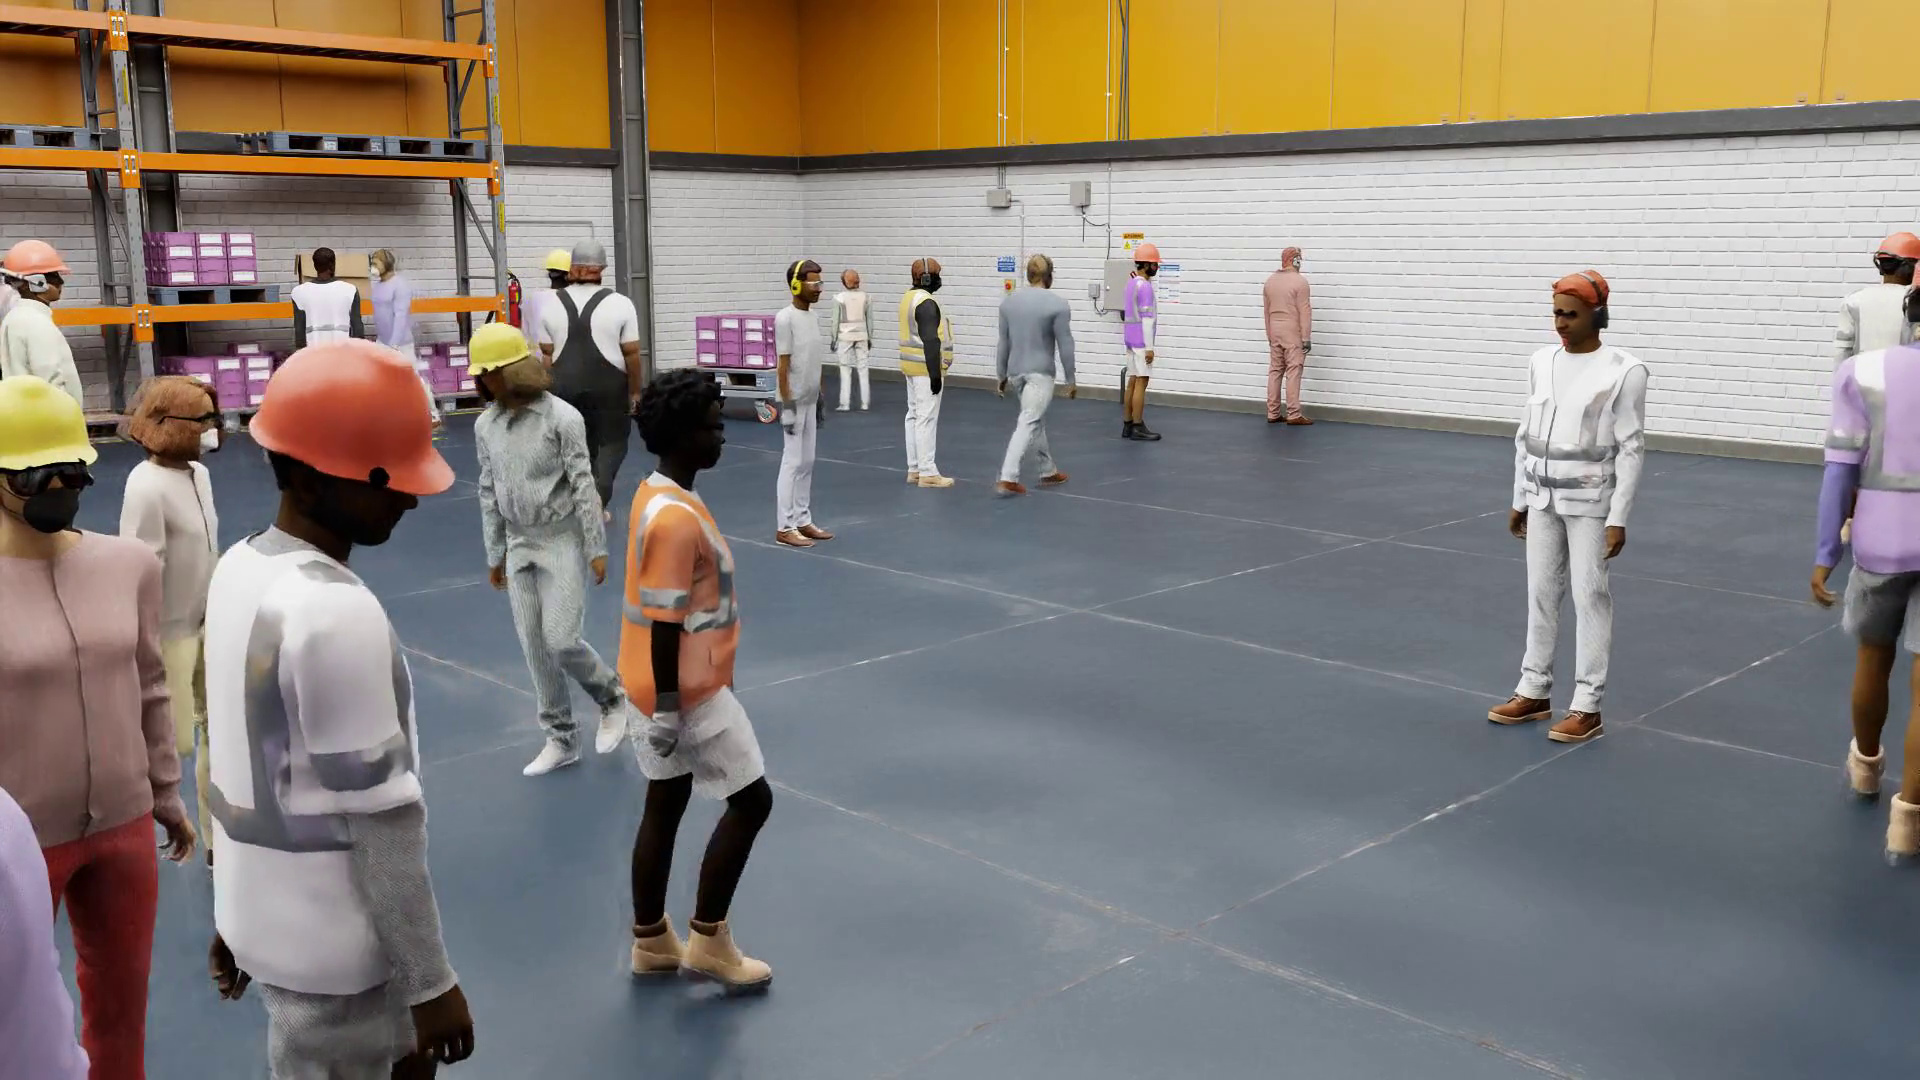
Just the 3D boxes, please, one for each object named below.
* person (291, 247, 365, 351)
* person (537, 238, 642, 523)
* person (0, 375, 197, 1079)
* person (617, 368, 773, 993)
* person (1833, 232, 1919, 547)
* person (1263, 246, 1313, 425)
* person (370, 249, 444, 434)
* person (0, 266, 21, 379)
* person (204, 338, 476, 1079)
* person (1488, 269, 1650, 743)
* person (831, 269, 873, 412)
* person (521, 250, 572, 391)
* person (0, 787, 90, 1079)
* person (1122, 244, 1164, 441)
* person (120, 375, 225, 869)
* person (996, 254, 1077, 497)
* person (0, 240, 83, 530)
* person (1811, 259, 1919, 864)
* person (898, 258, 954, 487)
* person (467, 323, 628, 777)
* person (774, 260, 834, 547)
[{"bbox_3d":[-5.621,-1.644,14.861,0.587,1.913,0.390,-2,11,-13],"label":"person"},{"bbox_3d":[-2.503,-1.050,11.269,0.685,2.000,0.807,1,10,6],"label":"person"},{"bbox_3d":[-1.724,0.565,3.211,0.320,1.767,0.534,6,12,28],"label":"person"},{"bbox_3d":[-0.686,0.381,4.437,0.499,1.680,0.537,-3,11,-18],"label":"person"},{"bbox_3d":[5.958,-0.949,10.719,0.393,2.040,0.611,-9,14,-40],"label":"person"},{"bbox_3d":[3.537,-2.184,17.821,0.411,1.908,0.643,-7,12,-33],"label":"person"},{"bbox_3d":[-5.681,-1.961,16.661,0.631,1.894,1.020,8,13,35],"label":"person"},{"bbox_3d":[-8.100,-1.527,14.466,0.567,1.823,0.622,-9,14,-41],"label":"person"},{"bbox_3d":[-1.081,0.621,2.652,0.867,1.884,0.558,-7,13,-34],"label":"person"},{"bbox_3d":[2.454,-0.135,6.702,0.356,1.887,0.572,-6,12,-30],"label":"person"},{"bbox_3d":[-1.235,-2.286,19.111,0.521,1.637,0.310,-4,11,-22],"label":"person"},{"bbox_3d":[-3.067,-1.308,13.054,0.625,1.895,0.820,3,11,17],"label":"person"},{"bbox_3d":[-1.079,0.808,1.504,0.652,1.906,0.403,-2,11,-11],"label":"person"},{"bbox_3d":[1.822,-1.955,16.489,0.374,1.935,0.552,-2,11,-13],"label":"person"},{"bbox_3d":[-2.502,0.289,5.147,0.598,1.606,0.537,0,10,-3],"label":"person"},{"bbox_3d":[0.576,-1.291,13.039,0.650,1.887,1.032,9,14,40],"label":"person"},{"bbox_3d":[-4.734,-0.547,8.647,0.375,1.997,0.612,-10,14,-43],"label":"person"},{"bbox_3d":[3.249,0.010,5.595,0.630,1.998,0.982,7,12,33],"label":"person"},{"bbox_3d":[-0.269,-1.353,13.465,0.429,1.844,0.627,-3,11,-18],"label":"person"},{"bbox_3d":[-1.562,0.043,6.216,0.531,1.705,0.504,5,12,26],"label":"person"},{"bbox_3d":[-1.038,-0.890,10.893,0.312,1.862,0.506,4,11,22],"label":"person"}]
